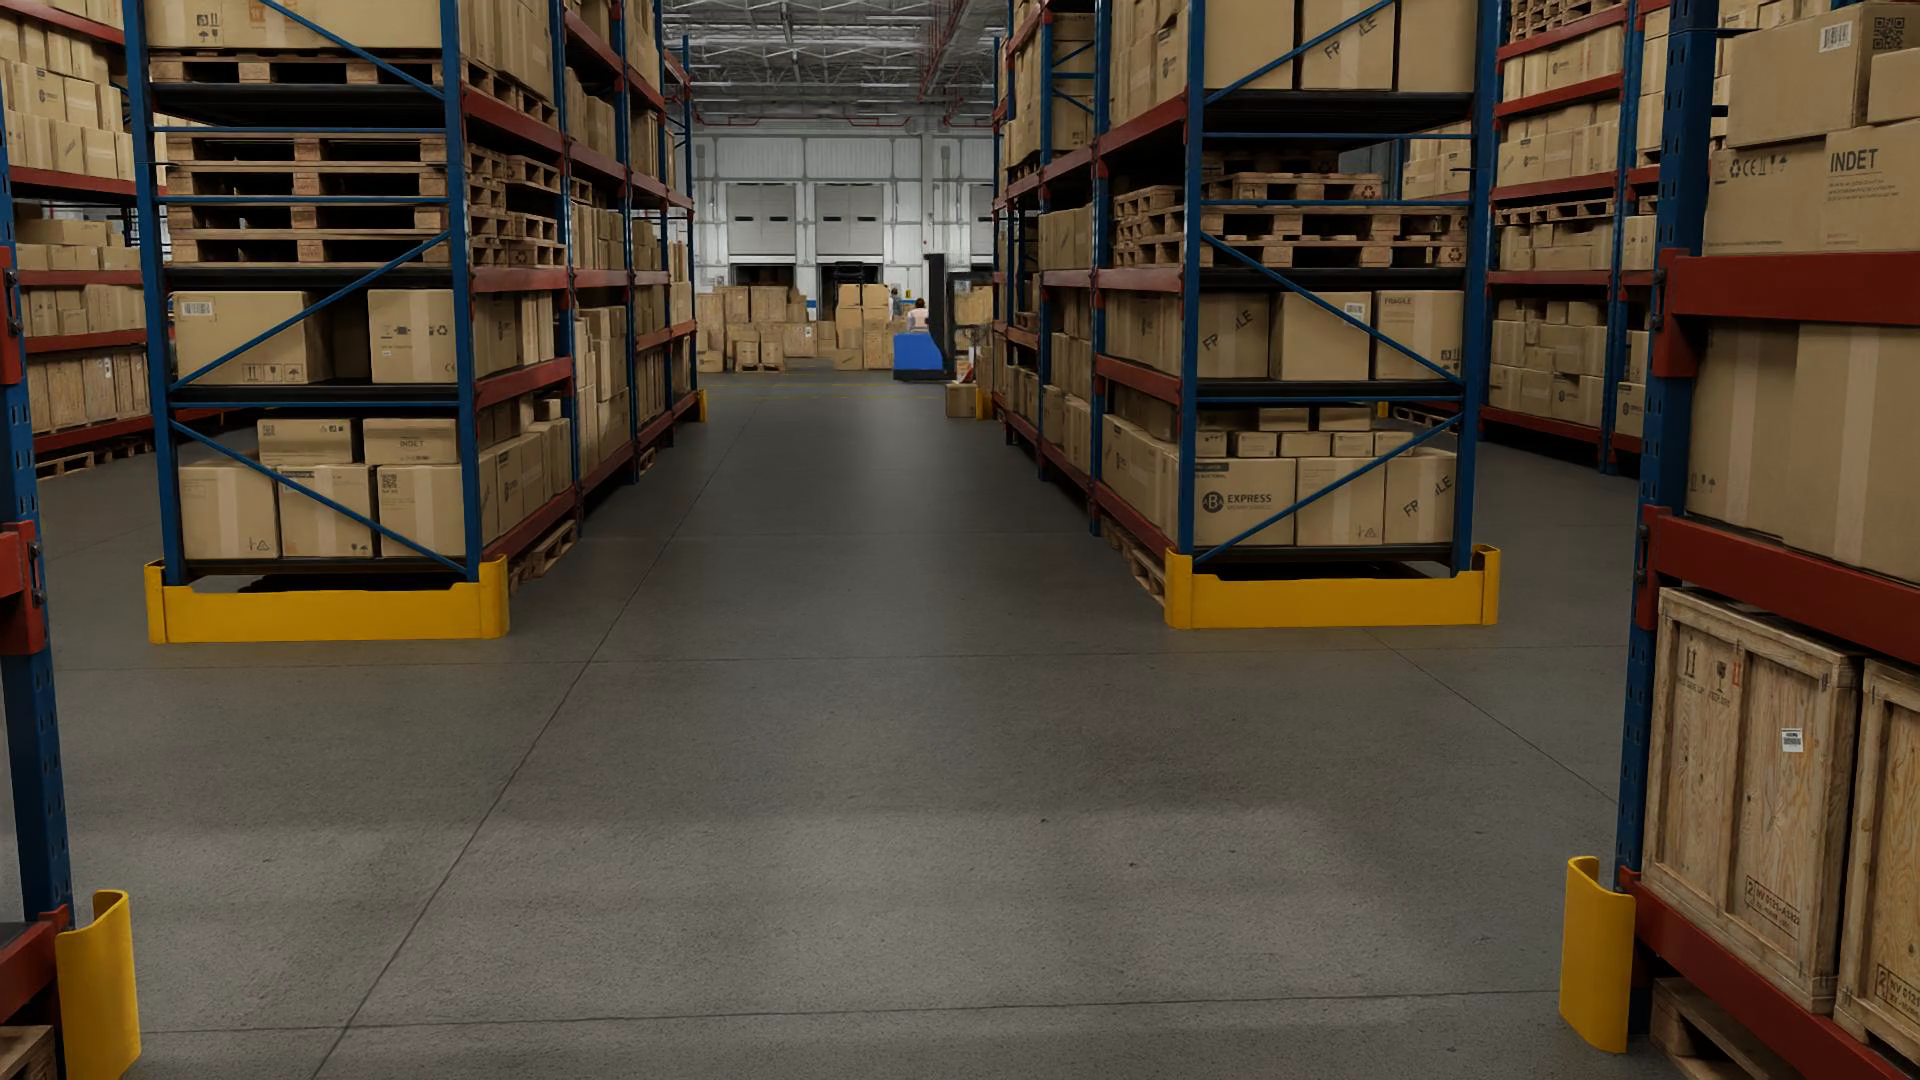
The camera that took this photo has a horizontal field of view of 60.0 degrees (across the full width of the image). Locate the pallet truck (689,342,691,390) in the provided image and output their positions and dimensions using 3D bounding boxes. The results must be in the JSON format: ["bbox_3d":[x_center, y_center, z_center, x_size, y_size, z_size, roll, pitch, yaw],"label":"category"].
[{"bbox_3d":[-5.225,-3.008,27.480,1.885,1.965,0.823,2,9,14],"label":"pallet truck"}]

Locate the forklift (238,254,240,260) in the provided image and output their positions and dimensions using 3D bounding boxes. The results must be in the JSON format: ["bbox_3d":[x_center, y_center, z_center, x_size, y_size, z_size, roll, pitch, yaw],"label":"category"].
[{"bbox_3d":[-16.039,-4.809,36.025,1.129,2.768,1.873,-1,9,-4],"label":"forklift"}]

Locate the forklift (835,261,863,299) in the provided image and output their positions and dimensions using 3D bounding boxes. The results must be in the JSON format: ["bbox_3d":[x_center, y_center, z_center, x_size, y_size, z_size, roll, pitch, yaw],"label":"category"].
[{"bbox_3d":[-3.739,-8.045,56.345,1.129,2.768,1.873,0,9,0],"label":"forklift"}]

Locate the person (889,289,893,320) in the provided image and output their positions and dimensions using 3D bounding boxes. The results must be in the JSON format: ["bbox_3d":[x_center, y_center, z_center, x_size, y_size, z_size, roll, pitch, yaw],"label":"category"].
[{"bbox_3d":[-2.408,-7.288,54.542,0.354,1.937,0.635,8,12,40],"label":"person"}]

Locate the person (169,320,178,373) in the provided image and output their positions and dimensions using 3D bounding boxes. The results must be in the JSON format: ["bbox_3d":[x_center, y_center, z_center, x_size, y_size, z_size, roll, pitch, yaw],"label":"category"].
[{"bbox_3d":[-13.217,-2.854,27.746,0.515,1.606,0.748,7,12,38],"label":"person"}]

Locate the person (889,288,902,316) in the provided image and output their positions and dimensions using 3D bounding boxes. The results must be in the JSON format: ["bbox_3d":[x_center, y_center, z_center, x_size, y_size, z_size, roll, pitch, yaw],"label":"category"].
[{"bbox_3d":[-2.299,-7.826,57.973,0.636,1.928,0.380,4,10,22],"label":"person"}]

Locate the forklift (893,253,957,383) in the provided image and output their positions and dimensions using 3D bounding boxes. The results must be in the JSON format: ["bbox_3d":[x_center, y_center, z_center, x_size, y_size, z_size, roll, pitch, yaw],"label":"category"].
[{"bbox_3d":[-0.534,-4.864,36.370,1.873,2.768,1.129,-1,9,-4],"label":"forklift"}]

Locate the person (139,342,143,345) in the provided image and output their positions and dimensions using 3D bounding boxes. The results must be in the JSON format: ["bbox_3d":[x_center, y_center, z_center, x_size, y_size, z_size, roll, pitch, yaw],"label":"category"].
[{"bbox_3d":[-23.262,-6.117,47.407,0.538,1.869,0.313,1,9,6],"label":"person"}]

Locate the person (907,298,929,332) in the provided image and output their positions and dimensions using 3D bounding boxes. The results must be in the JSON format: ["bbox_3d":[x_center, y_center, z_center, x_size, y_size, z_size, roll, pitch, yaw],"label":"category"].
[{"bbox_3d":[-0.906,-4.590,37.904,0.624,1.845,0.430,-1,9,-9],"label":"person"}]
